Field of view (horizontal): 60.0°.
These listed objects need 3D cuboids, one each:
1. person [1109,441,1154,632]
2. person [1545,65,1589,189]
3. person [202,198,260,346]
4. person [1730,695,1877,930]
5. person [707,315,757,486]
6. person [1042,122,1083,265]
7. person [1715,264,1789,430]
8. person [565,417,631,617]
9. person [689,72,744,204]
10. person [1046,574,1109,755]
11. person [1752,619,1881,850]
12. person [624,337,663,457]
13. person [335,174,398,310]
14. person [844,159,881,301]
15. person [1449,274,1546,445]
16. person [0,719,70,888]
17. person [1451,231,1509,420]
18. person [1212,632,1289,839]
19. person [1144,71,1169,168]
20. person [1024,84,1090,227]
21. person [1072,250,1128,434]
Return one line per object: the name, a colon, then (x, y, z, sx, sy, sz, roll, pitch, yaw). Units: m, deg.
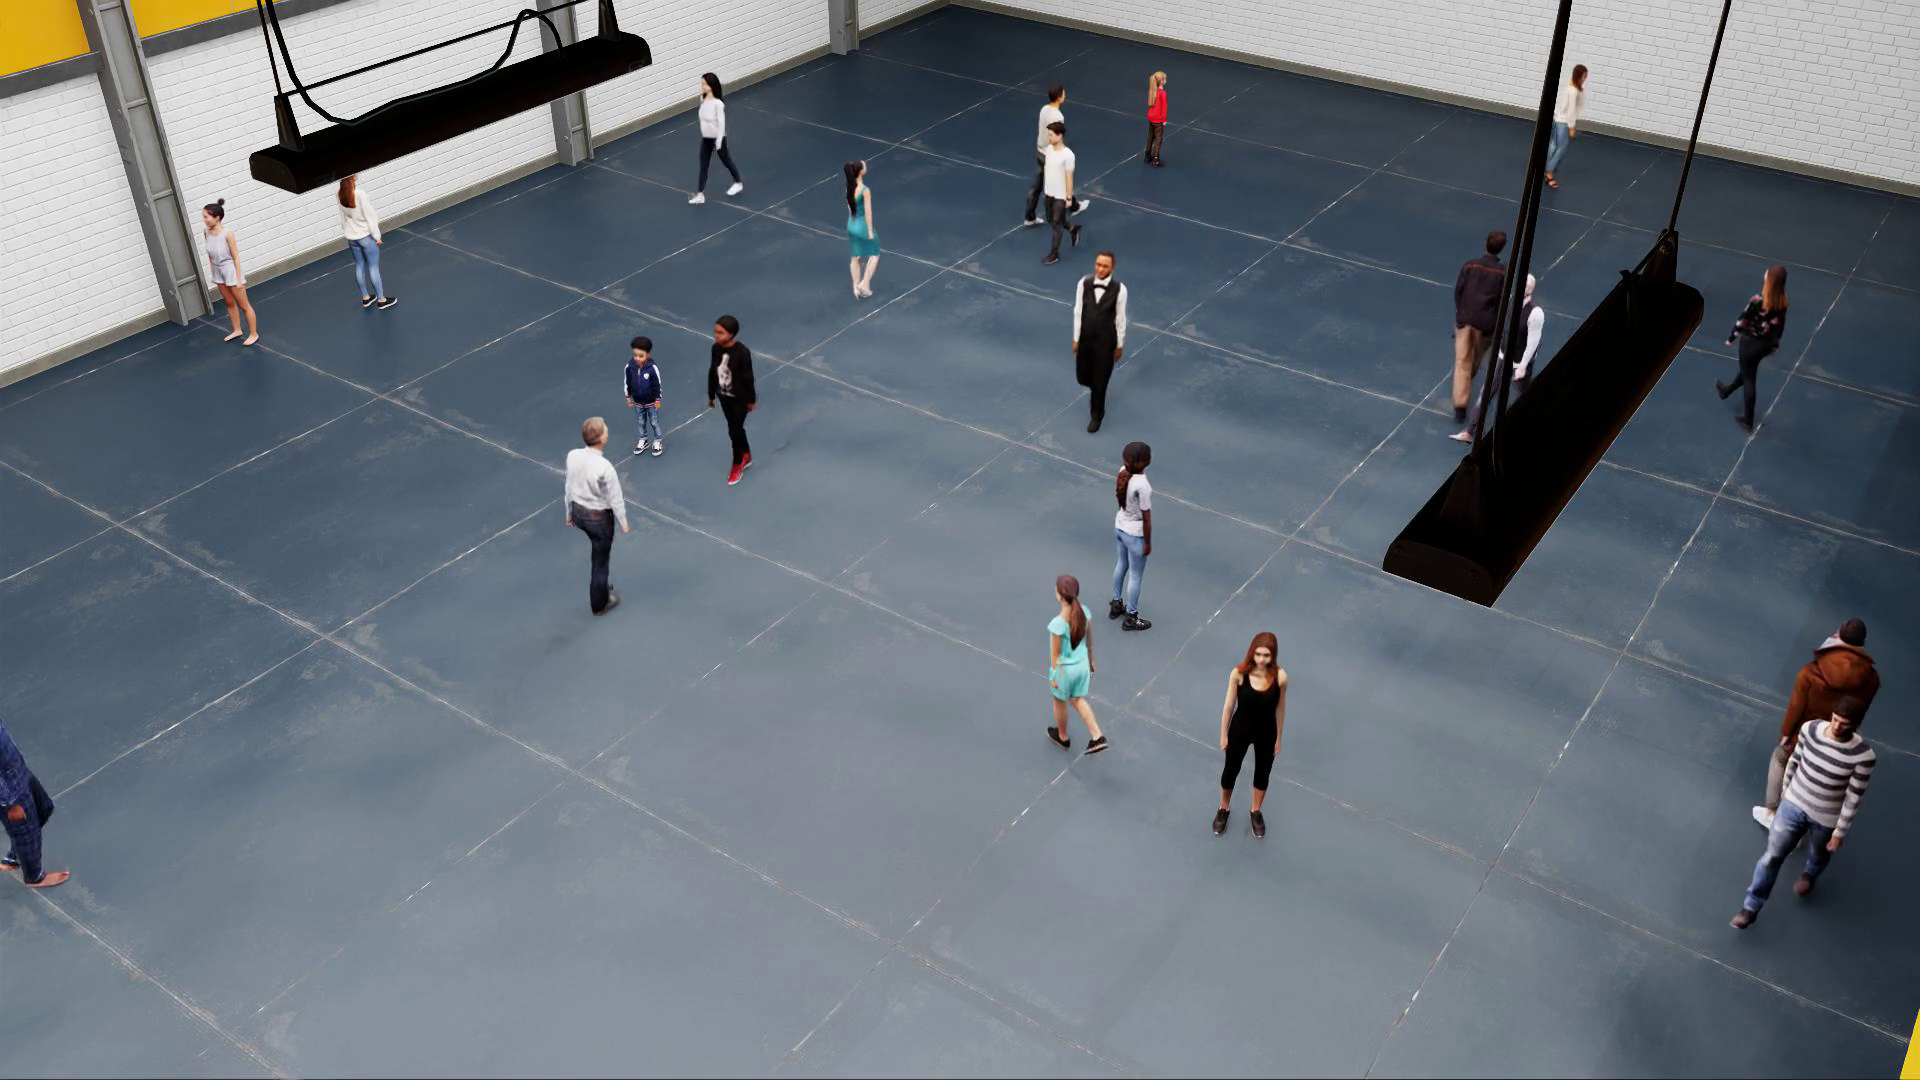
person: (1.411, -0.052, 13.638, 0.683, 1.719, 0.665, -14, 36, -20)
person: (7.947, -5.503, 21.901, 0.857, 1.649, 0.626, 3, 34, 4)
person: (-7.932, -2.914, 18.022, 0.599, 1.632, 0.558, 14, 36, 20)
person: (5.643, 1.725, 10.891, 1.250, 1.800, 0.820, -28, 42, -35)
person: (-2.087, -1.388, 15.700, 0.639, 1.661, 0.738, 18, 37, 24)
person: (1.234, -4.172, 19.853, 0.999, 1.701, 0.807, -25, 41, -32)
person: (7.939, -1.880, 16.457, 1.028, 1.644, 1.038, -9, 35, -13)
person: (-3.070, -0.159, 13.726, 0.691, 1.801, 0.657, 16, 37, 23)
person: (-3.081, -5.171, 21.398, 0.710, 1.655, 1.107, 27, 42, 34)
person: (0.859, 0.991, 12.237, 0.845, 1.533, 0.764, -23, 40, -31)
person: (5.898, 1.394, 11.373, 0.810, 1.819, 0.822, 7, 34, 10)
person: (-3.054, -1.402, 16.118, 0.588, 1.222, 0.604, 6, 34, 9)
person: (-6.739, -3.424, 18.735, 0.657, 1.692, 0.611, 13, 36, 19)
person: (-1.183, -3.485, 18.841, 0.609, 1.677, 0.605, 29, 43, 36)
person: (5.433, -1.735, 16.112, 1.247, 1.784, 1.009, -19, 38, -26)
person: (-6.419, 1.637, 11.014, 0.834, 1.810, 0.811, -16, 37, -23)
person: (5.130, -2.104, 16.595, 0.957, 1.863, 1.305, 9, 35, 14)
person: (2.039, 1.335, 11.546, 0.652, 1.725, 0.657, 4, 34, 6)
person: (2.669, -5.716, 22.554, 0.595, 1.282, 0.561, -16, 37, -23)
person: (1.035, -4.740, 20.648, 1.237, 1.767, 0.938, -20, 38, -27)
person: (1.401, -2.016, 16.431, 0.778, 1.899, 0.947, 15, 36, 21)
